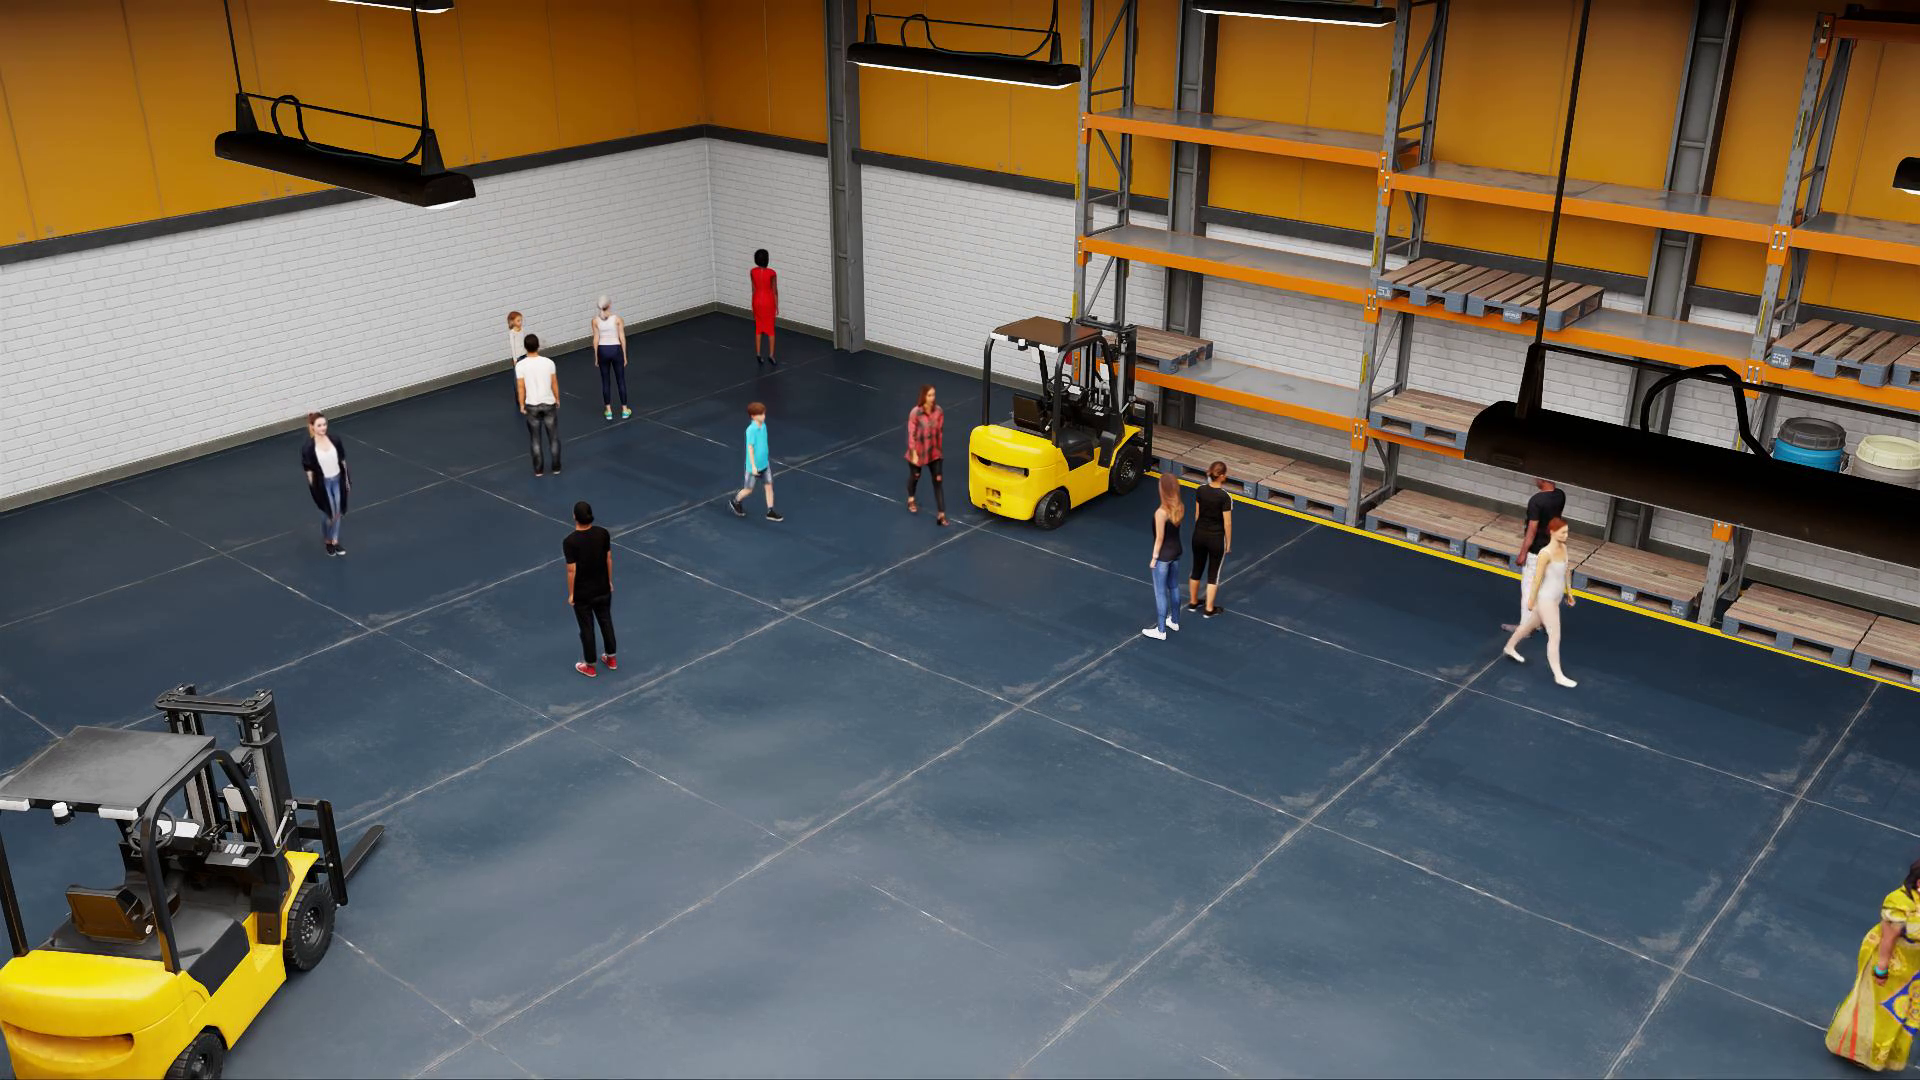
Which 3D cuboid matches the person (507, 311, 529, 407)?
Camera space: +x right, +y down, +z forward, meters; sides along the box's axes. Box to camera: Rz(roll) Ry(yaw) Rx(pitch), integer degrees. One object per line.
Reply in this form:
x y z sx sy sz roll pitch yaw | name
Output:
-6.140 -2.540 23.156 0.569 1.316 0.528 10 25 21 | person

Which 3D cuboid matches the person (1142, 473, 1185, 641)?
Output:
2.049 0.150 16.497 0.492 1.721 0.589 18 29 35 | person

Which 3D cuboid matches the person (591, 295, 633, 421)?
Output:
-4.738 -2.481 22.539 0.676 1.702 0.730 -3 24 -6 | person

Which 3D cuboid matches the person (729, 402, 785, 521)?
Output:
-2.411 -0.911 19.287 0.924 1.430 0.572 16 28 32 | person

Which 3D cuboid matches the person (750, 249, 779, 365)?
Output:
-2.917 -3.465 24.742 0.592 1.740 0.694 4 24 10 | person

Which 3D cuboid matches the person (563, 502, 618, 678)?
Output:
-3.498 0.451 15.761 0.664 1.758 0.628 -19 30 -36 | person

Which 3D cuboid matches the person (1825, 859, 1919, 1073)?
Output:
6.027 2.709 10.748 0.963 1.637 0.922 -13 27 -27 | person

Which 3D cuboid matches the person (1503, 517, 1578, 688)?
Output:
5.505 0.535 15.768 0.628 1.598 1.086 -20 31 -38 | person

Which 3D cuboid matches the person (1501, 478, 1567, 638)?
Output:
5.757 0.095 16.518 0.706 1.805 0.677 -17 29 -33 | person

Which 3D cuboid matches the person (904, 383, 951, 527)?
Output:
-0.450 -1.008 19.234 0.959 1.651 1.201 -10 25 -21 | person

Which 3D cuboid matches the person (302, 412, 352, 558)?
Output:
-7.010 -0.634 18.350 0.704 1.672 0.632 21 31 40 | person

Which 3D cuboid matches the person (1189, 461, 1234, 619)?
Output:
2.543 -0.019 16.950 0.453 1.667 0.639 19 30 37 | person

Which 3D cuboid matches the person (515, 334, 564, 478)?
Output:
-5.197 -1.676 20.569 0.722 1.804 0.720 -8 25 -17 | person
